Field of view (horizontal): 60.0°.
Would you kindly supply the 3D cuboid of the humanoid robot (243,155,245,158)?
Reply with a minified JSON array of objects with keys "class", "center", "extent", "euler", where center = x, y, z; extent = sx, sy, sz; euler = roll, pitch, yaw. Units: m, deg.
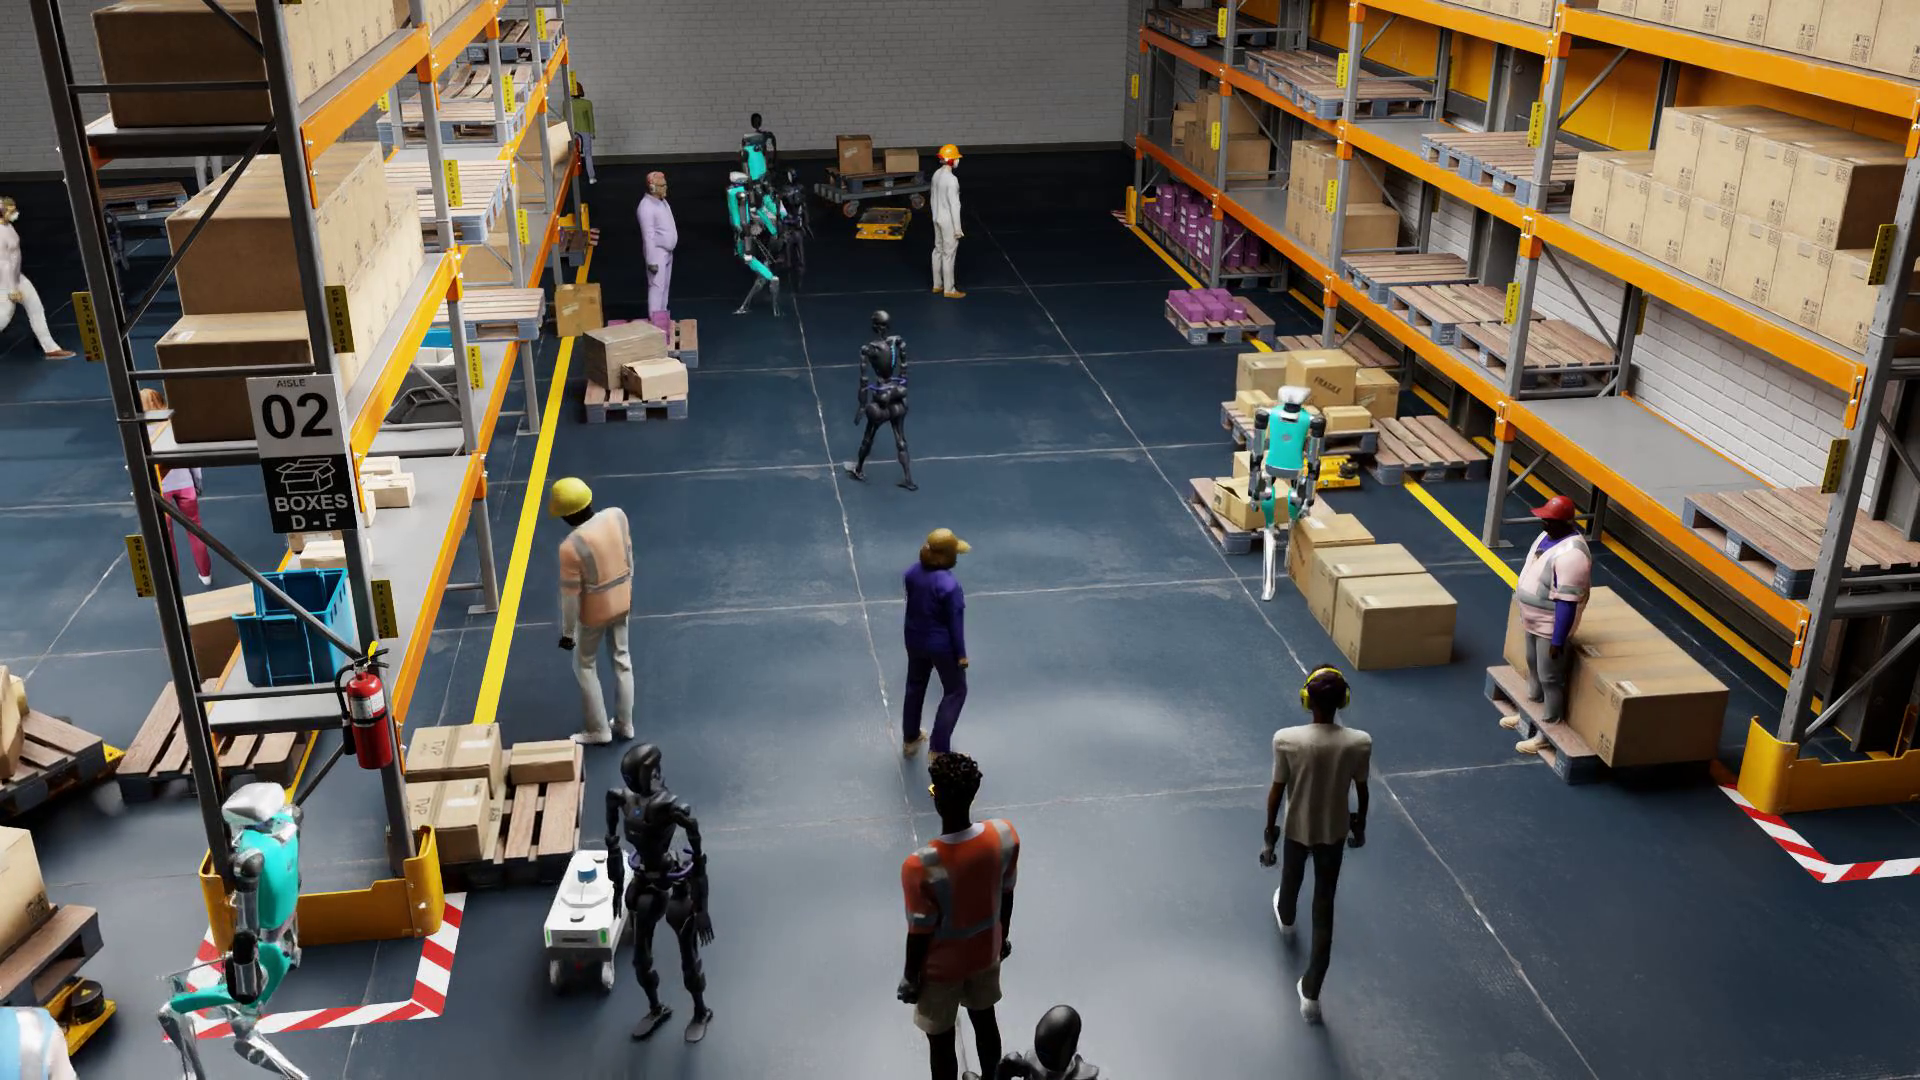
[{"class":"humanoid robot","center":[-9.284,-4.615,22.436],"extent":[0.531,1.778,1.033],"euler":[-11,26,-24]}]

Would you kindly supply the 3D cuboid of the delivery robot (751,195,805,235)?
[{"class":"delivery robot","center":[-2.616,-4.658,23.952],"extent":[0.805,0.609,0.499],"euler":[5,24,11]}]

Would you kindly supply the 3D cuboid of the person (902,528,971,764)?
[{"class":"person","center":[-0.144,0.663,10.489],"extent":[0.370,1.603,0.553],"euler":[-21,31,-39]}]

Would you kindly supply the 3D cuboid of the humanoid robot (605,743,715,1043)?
[{"class":"humanoid robot","center":[-1.438,1.705,8.041],"extent":[0.590,1.654,0.320],"euler":[9,25,21]}]

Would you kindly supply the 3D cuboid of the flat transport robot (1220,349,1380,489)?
[{"class":"flat transport robot","center":[3.175,-0.818,15.542],"extent":[0.659,0.231,1.431],"euler":[-3,24,-8]}]

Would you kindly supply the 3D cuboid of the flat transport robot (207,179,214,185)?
[{"class":"flat transport robot","center":[-11.253,-5.676,26.609],"extent":[1.431,0.231,0.659],"euler":[6,24,13]}]

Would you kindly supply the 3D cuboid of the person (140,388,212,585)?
[{"class":"person","center":[-6.116,-0.383,12.859],"extent":[0.498,1.629,0.287],"euler":[-16,28,-32]}]

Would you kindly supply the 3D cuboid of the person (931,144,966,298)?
[{"class":"person","center":[-0.150,-3.971,20.704],"extent":[0.375,1.894,0.581],"euler":[-13,27,-28]}]

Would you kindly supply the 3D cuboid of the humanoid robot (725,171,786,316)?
[{"class":"humanoid robot","center":[-2.381,-3.503,19.941],"extent":[0.781,1.860,0.530],"euler":[-10,26,-22]}]

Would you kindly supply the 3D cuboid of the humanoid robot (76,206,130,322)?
[{"class":"humanoid robot","center":[-10.130,-3.427,19.742],"extent":[0.596,1.646,0.463],"euler":[3,24,7]}]

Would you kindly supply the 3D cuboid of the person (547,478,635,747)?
[{"class":"person","center":[-2.296,0.458,10.647],"extent":[0.341,1.887,0.620],"euler":[17,29,34]}]

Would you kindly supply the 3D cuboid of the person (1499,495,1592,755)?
[{"class":"person","center":[3.752,0.525,10.651],"extent":[0.418,1.745,0.599],"euler":[0,24,-1]}]

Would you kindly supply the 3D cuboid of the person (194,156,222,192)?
[{"class":"person","center":[-11.619,-6.122,25.671],"extent":[0.431,1.844,0.623],"euler":[20,31,38]}]

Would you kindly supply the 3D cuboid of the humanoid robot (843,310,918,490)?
[{"class":"humanoid robot","center":[-0.697,-1.274,14.870],"extent":[0.763,1.625,0.583],"euler":[22,32,40]}]

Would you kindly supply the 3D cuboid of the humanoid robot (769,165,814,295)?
[{"class":"humanoid robot","center":[-2.150,-3.901,20.841],"extent":[0.583,1.636,0.607],"euler":[17,29,33]}]

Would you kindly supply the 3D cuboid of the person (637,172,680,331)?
[{"class":"person","center":[-3.435,-3.276,19.107],"extent":[0.406,1.905,0.650],"euler":[3,24,7]}]

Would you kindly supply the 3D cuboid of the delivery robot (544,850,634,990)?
[{"class":"delivery robot","center":[-1.954,1.971,8.851],"extent":[0.499,0.610,0.788],"euler":[0,24,1]}]

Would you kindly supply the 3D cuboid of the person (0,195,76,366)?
[{"class":"person","center":[-10.411,-2.805,18.074],"extent":[0.995,1.885,0.647],"euler":[-7,25,-15]}]

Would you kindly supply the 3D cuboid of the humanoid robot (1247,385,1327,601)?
[{"class":"humanoid robot","center":[2.541,-0.453,12.905],"extent":[0.557,1.767,0.964],"euler":[7,25,16]}]

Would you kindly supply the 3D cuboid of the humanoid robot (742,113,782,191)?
[{"class":"humanoid robot","center":[-2.883,-5.358,24.152],"extent":[0.615,1.634,0.396],"euler":[-13,27,-27]}]

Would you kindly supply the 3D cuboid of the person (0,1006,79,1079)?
[{"class":"person","center":[-3.625,2.409,6.321],"extent":[0.659,1.784,0.749],"euler":[-19,30,-37]}]

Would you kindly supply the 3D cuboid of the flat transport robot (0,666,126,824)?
[{"class":"flat transport robot","center":[-5.951,1.537,10.176],"extent":[0.659,0.231,1.431],"euler":[13,27,27]}]

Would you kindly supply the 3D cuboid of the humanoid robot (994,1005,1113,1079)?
[{"class":"humanoid robot","center":[0.371,2.444,6.380],"extent":[0.610,1.637,0.566],"euler":[9,25,19]}]

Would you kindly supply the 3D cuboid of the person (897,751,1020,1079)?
[{"class":"person","center":[-0.018,1.824,7.414],"extent":[0.613,1.963,0.361],"euler":[-17,29,-34]}]

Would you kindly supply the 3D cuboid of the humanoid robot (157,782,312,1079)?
[{"class":"humanoid robot","center":[-3.373,1.897,7.562],"extent":[1.018,1.754,0.542],"euler":[1,24,3]}]

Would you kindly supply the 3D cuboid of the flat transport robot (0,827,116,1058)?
[{"class":"flat transport robot","center":[-5.033,2.394,8.224],"extent":[1.431,0.231,0.659],"euler":[4,24,9]}]

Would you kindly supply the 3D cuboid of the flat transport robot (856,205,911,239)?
[{"class":"flat transport robot","center":[-1.098,-4.609,24.179],"extent":[0.659,0.231,1.431],"euler":[2,24,4]}]

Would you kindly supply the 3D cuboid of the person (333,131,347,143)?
[{"class":"person","center":[-8.310,-4.721,22.495],"extent":[0.546,1.830,0.512],"euler":[-4,24,-10]}]

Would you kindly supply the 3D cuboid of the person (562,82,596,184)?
[{"class":"person","center":[-6.187,-6.624,27.082],"extent":[0.495,1.626,0.282],"euler":[-1,24,-2]}]

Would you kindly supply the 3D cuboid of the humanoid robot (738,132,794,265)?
[{"class":"humanoid robot","center":[-2.507,-4.498,22.127],"extent":[0.776,1.780,0.542],"euler":[12,26,25]}]

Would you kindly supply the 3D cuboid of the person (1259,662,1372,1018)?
[{"class":"person","center":[1.803,1.434,8.477],"extent":[0.547,1.814,0.962],"euler":[2,24,5]}]
